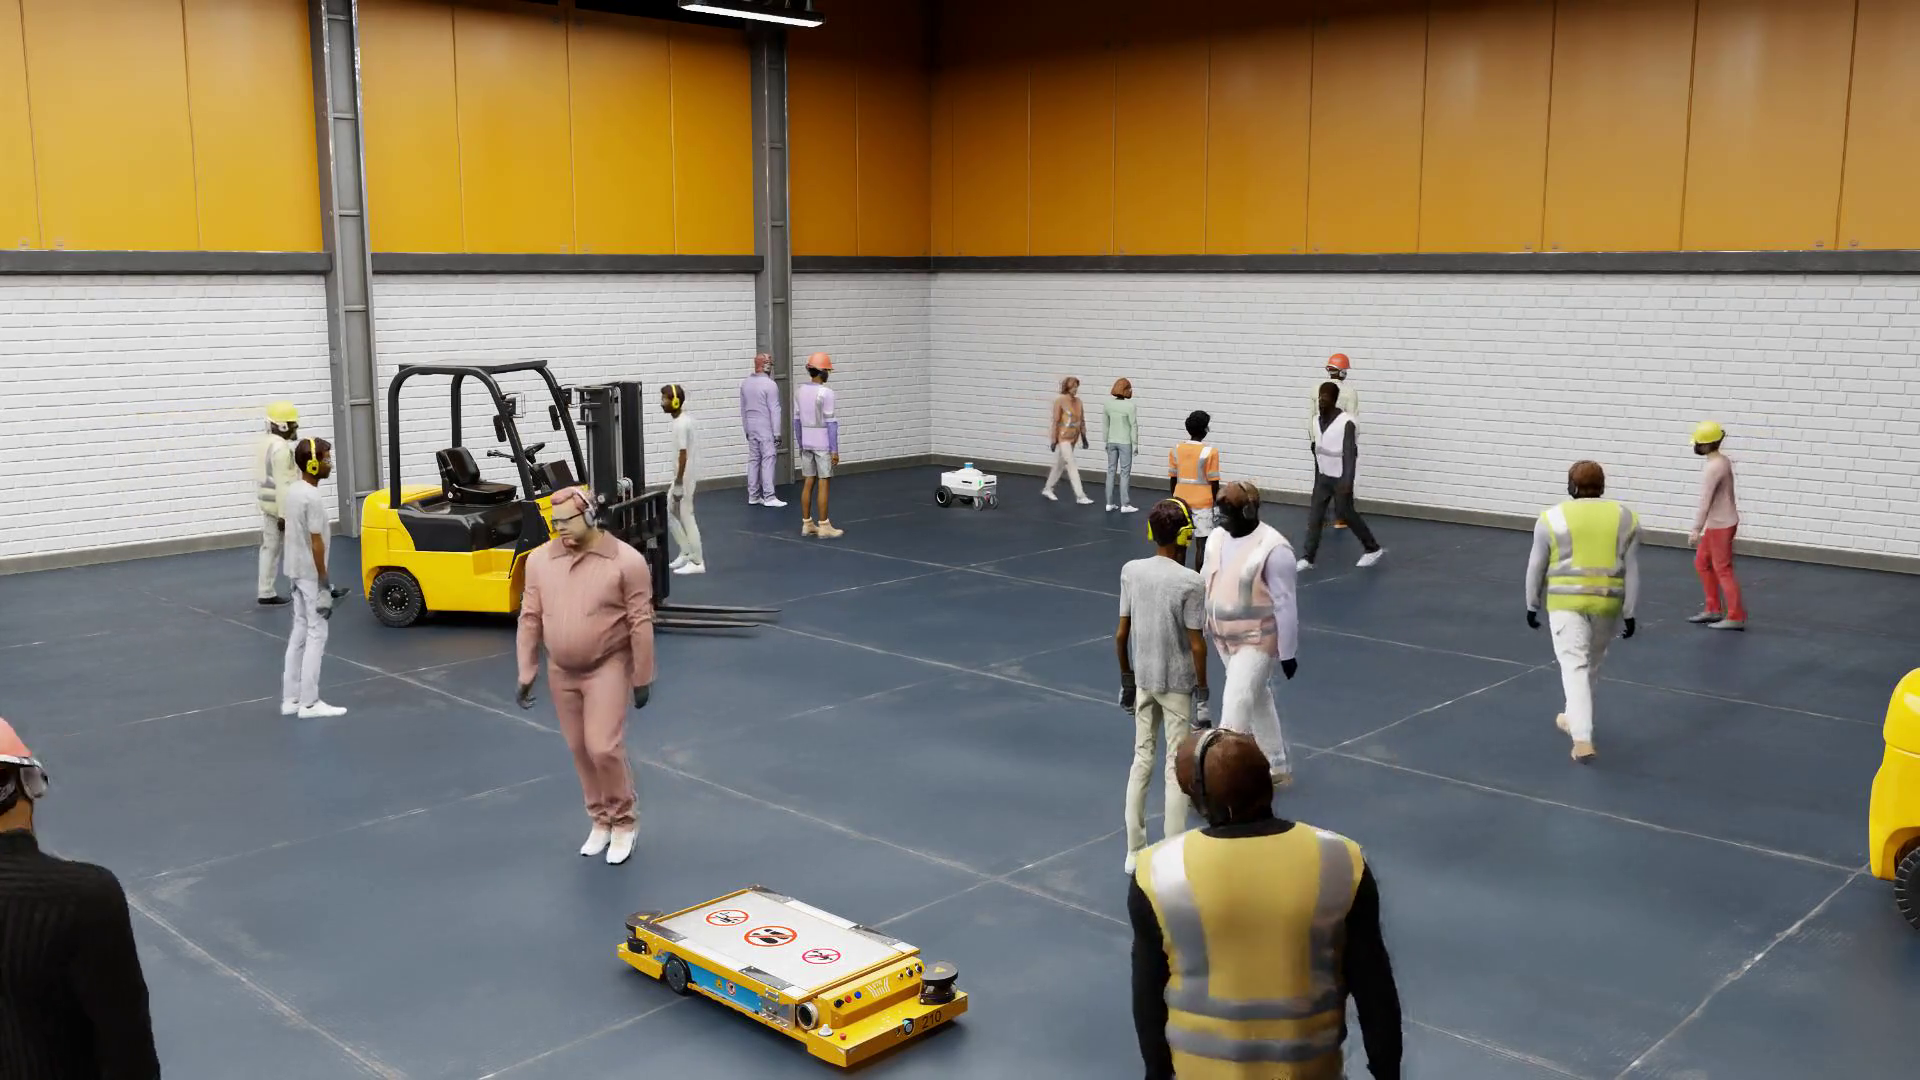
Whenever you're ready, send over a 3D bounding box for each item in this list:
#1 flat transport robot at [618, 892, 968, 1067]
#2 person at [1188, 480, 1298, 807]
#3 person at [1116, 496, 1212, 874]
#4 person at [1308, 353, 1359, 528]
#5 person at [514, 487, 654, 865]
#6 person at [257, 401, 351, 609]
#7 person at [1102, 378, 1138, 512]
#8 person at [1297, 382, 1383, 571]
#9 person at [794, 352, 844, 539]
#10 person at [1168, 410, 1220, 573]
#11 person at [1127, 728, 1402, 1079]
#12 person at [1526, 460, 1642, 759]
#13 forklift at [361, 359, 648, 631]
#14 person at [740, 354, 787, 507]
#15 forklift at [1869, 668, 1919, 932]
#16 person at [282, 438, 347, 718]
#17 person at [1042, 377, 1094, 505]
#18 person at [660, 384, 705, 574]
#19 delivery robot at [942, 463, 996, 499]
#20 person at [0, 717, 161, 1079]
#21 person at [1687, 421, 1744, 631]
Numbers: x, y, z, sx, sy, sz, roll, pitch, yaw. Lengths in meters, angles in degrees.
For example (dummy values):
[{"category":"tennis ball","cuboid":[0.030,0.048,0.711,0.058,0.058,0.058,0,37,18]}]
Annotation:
[{"category":"flat transport robot","cuboid":[-0.708,1.722,6.767,1.431,0.197,0.652,9,13,43]},{"category":"person","cuboid":[1.482,0.573,9.143,0.971,1.793,0.626,-5,10,-26]},{"category":"person","cuboid":[0.993,0.720,8.031,0.538,1.866,0.313,9,13,43]},{"category":"person","cuboid":[4.285,-1.136,19.015,0.625,1.992,0.388,9,13,43]},{"category":"person","cuboid":[-1.877,0.676,8.263,0.654,1.880,0.585,2,10,15]},{"category":"person","cuboid":[-5.796,-0.312,14.543,0.841,1.794,0.610,-7,12,-38]},{"category":"person","cuboid":[1.957,-1.153,20.224,0.509,1.632,0.265,9,13,43]},{"category":"person","cuboid":[3.724,-0.631,16.346,0.975,1.869,0.645,-5,10,-27]},{"category":"person","cuboid":[-1.539,-1.040,18.285,0.616,2.039,0.385,9,13,43]},{"category":"person","cuboid":[2.107,-0.314,14.887,0.542,1.695,0.316,9,13,43]},{"category":"person","cuboid":[0.777,1.363,4.319,0.719,1.805,0.449,0,9,3]},{"category":"person","cuboid":[3.813,0.411,10.185,0.634,1.793,0.970,1,9,5]},{"category":"forklift","cuboid":[-3.850,-0.407,13.936,2.313,2.155,1.214,2,9,11]},{"category":"person","cuboid":[-2.429,-1.361,20.671,0.655,1.904,0.407,9,13,43]},{"category":"forklift","cuboid":[5.205,0.723,7.013,2.313,2.155,1.214,9,13,43]},{"category":"person","cuboid":[-4.324,0.260,10.972,0.430,1.853,0.571,-8,12,-41]},{"category":"person","cuboid":[1.355,-1.262,21.011,0.858,1.596,0.515,7,12,36]},{"category":"person","cuboid":[-2.686,-0.574,16.013,0.495,1.844,0.531,-2,10,-14]},{"category":"delivery robot","cuboid":[0.111,-0.710,20.525,0.707,0.478,0.477,9,13,43]},{"category":"person","cuboid":[-2.151,1.372,3.803,0.668,1.957,0.451,2,10,14]},{"category":"person","cuboid":[6.170,-0.111,13.541,0.553,1.717,0.551,6,11,32]}]
